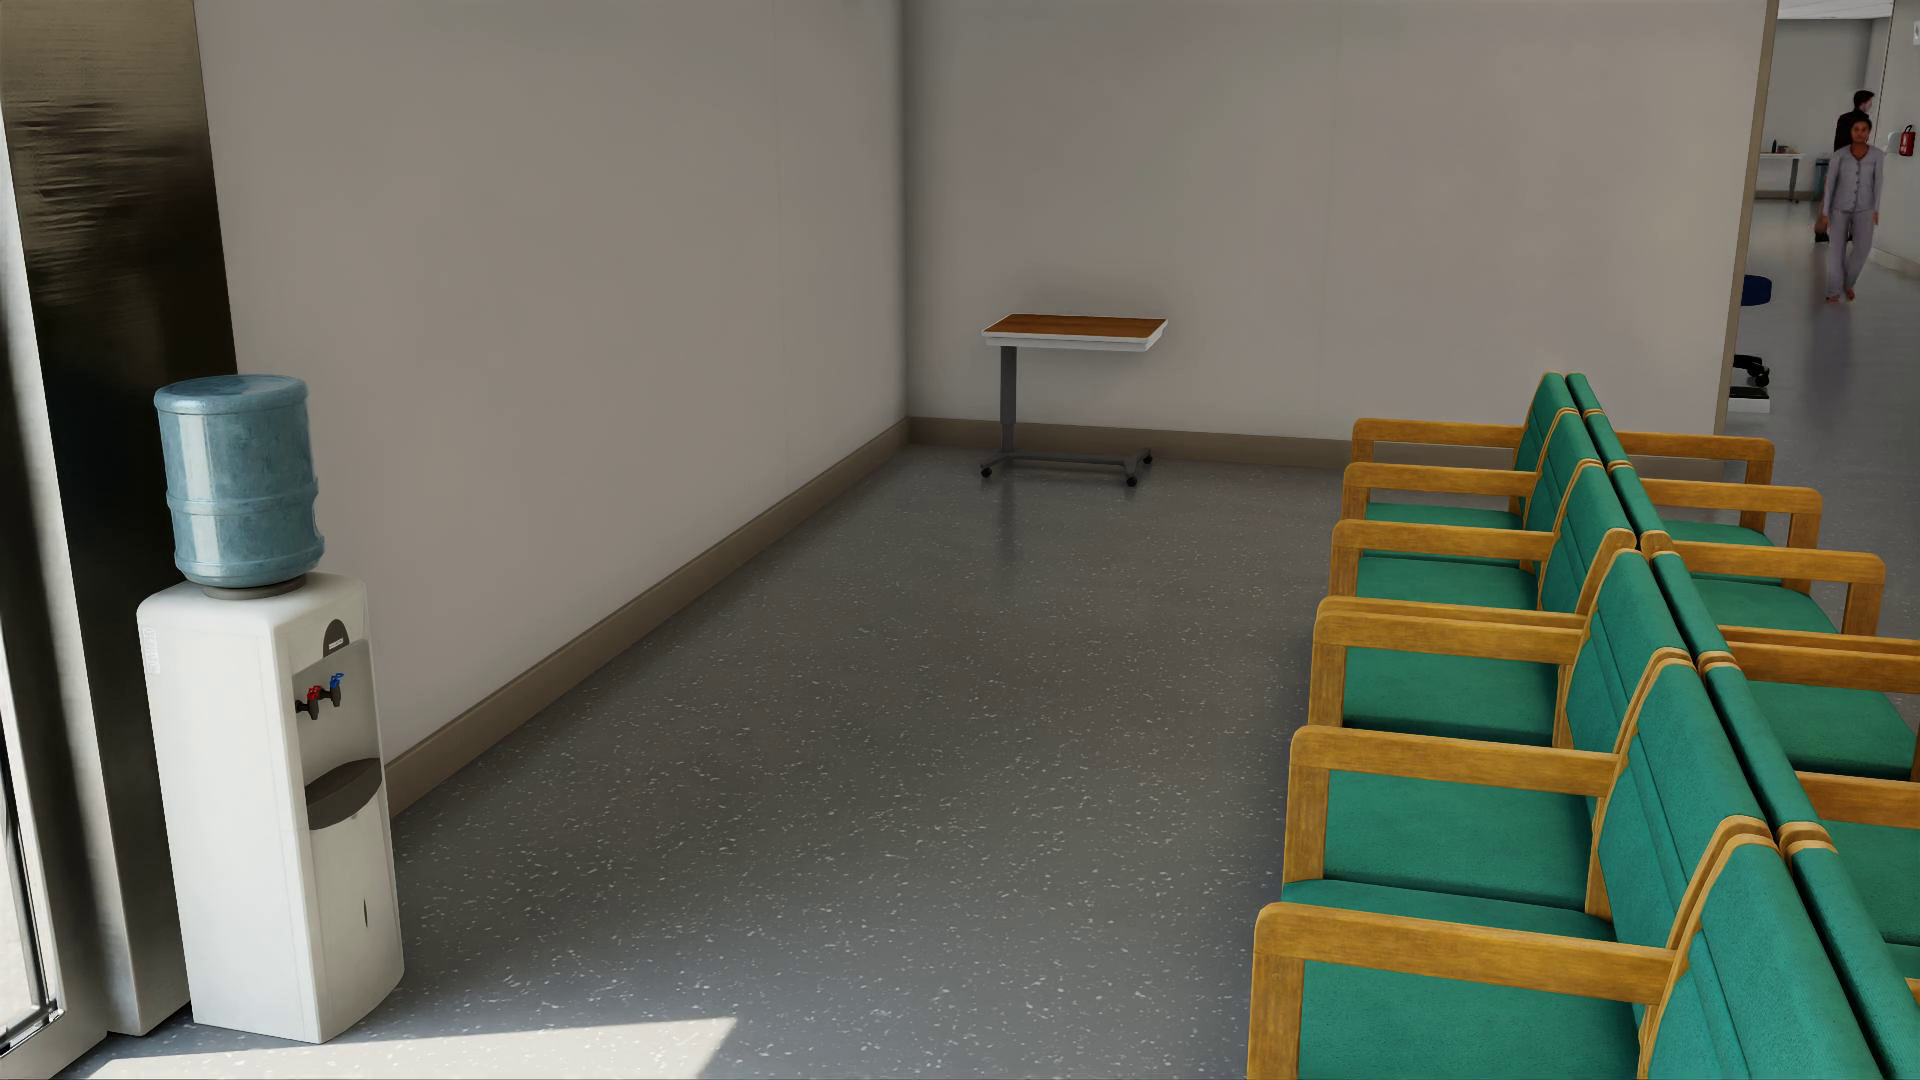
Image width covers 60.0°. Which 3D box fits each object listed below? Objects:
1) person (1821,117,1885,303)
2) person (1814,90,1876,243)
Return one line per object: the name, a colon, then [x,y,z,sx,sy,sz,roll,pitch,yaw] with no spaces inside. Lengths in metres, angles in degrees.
person: [8.470,-3.131,15.820,0.624,1.722,0.753,7,17,22]
person: [11.186,-4.719,21.147,1.167,1.890,1.036,-6,17,-19]
